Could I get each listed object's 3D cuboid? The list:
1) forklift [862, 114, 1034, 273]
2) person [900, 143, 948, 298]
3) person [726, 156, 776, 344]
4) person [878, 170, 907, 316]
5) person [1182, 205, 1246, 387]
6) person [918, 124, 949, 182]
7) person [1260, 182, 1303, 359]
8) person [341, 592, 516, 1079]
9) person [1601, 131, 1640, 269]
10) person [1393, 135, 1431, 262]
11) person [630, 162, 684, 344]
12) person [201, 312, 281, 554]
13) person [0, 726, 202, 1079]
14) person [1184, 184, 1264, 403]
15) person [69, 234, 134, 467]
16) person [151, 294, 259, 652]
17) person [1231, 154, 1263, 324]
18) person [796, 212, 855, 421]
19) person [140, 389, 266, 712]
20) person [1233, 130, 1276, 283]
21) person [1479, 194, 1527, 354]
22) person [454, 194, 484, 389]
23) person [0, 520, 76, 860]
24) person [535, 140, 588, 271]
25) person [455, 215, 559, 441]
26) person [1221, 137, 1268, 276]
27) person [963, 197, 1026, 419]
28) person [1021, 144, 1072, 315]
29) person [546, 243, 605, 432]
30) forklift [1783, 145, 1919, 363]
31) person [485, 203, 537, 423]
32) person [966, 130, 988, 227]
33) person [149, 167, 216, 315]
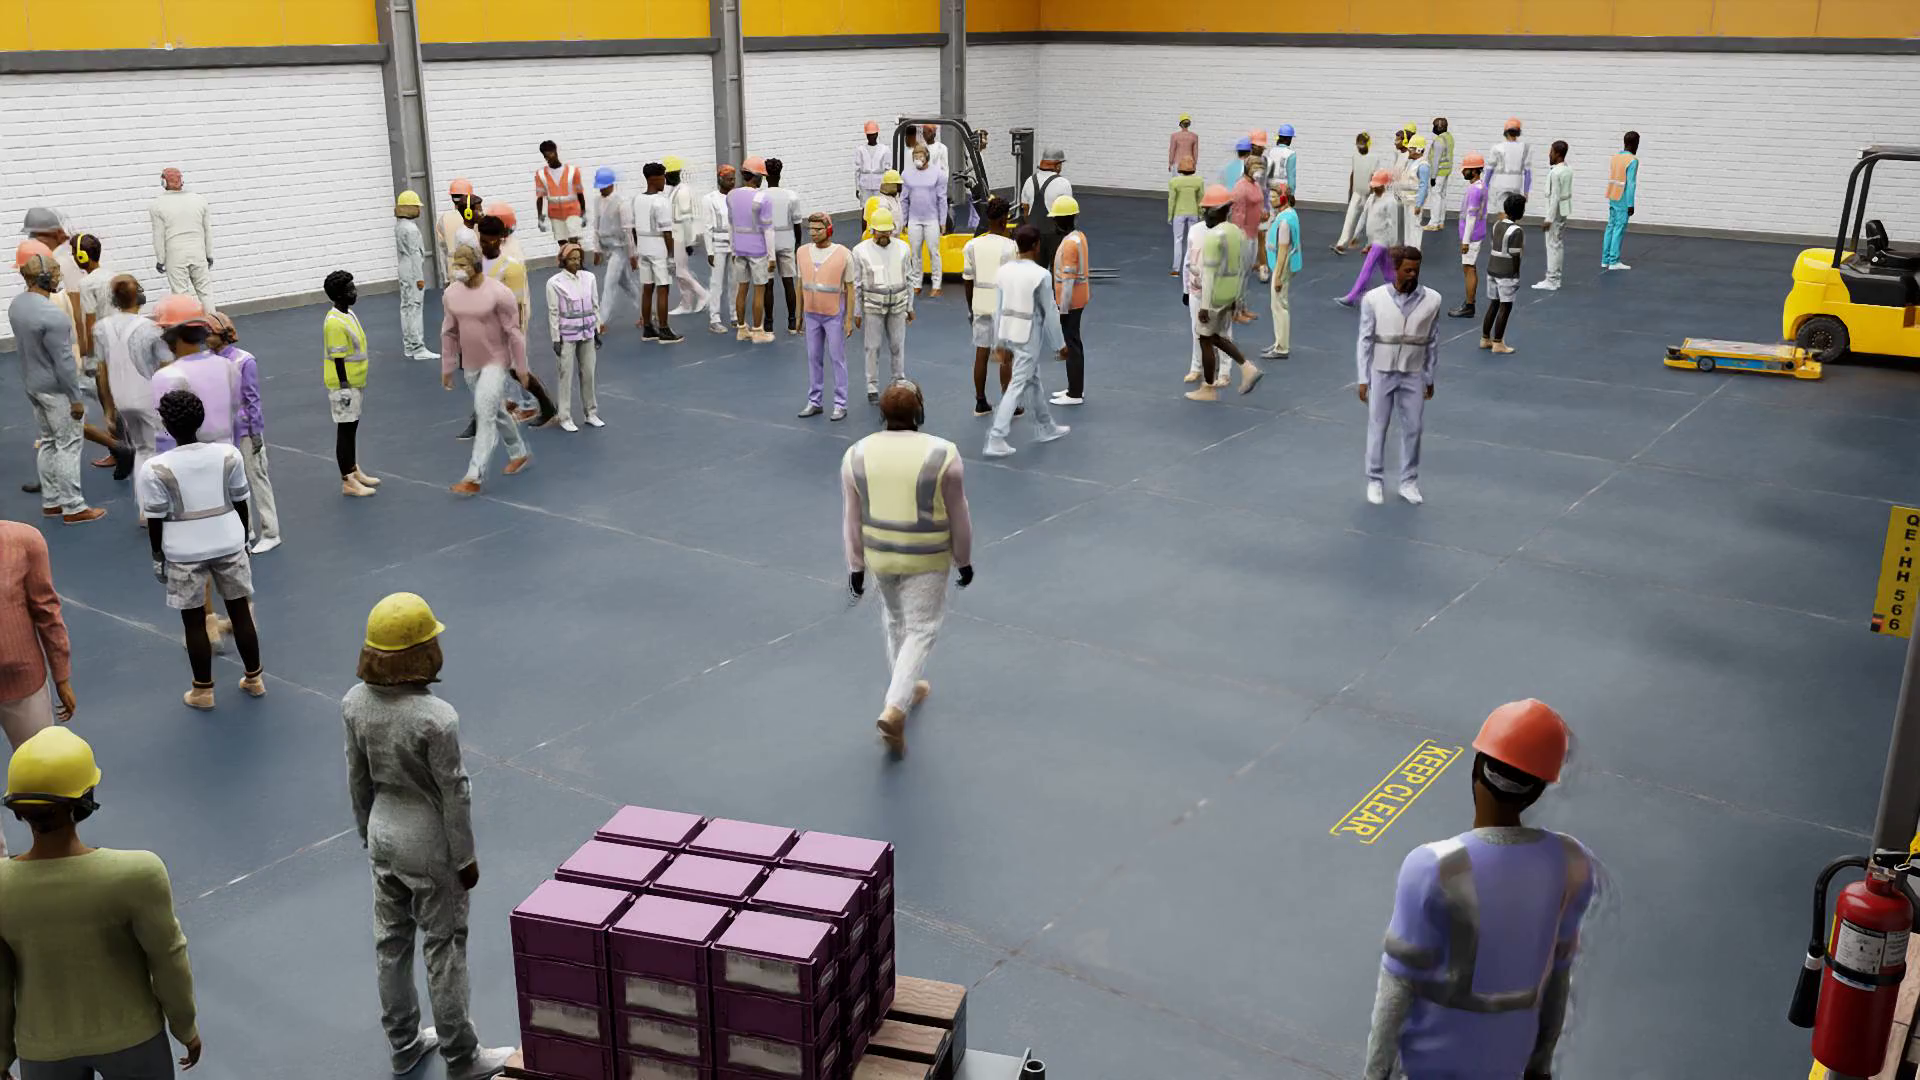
[{"bbox_3d":[-0.171,-4.594,22.377,2.313,2.155,1.214,1,18,3],"label":"forklift"},{"bbox_3d":[-0.466,-4.044,21.093,0.636,1.929,0.374,5,19,16],"label":"person"},{"bbox_3d":[-2.246,-3.152,18.145,0.618,2.028,0.409,11,21,31],"label":"person"},{"bbox_3d":[-0.798,-3.481,19.627,0.294,1.744,0.486,5,18,15],"label":"person"},{"bbox_3d":[2.427,-2.412,16.139,0.623,1.835,0.429,14,22,37],"label":"person"},{"bbox_3d":[-0.443,-5.444,25.537,0.582,1.882,0.338,12,22,34],"label":"person"},{"bbox_3d":[3.377,-2.806,17.375,0.386,1.833,0.574,5,18,14],"label":"person"},{"bbox_3d":[-1.807,1.008,5.584,0.488,1.744,0.313,9,20,26],"label":"person"},{"bbox_3d":[9.299,-4.775,23.410,0.397,1.911,0.587,-2,18,-6],"label":"person"},{"bbox_3d":[6.471,-4.850,23.762,0.404,1.832,0.600,-1,18,-3],"label":"person"},{"bbox_3d":[-3.342,-3.142,18.218,0.648,1.963,0.374,14,23,38],"label":"person"},{"bbox_3d":[-4.876,-0.725,11.190,0.523,1.631,0.313,7,19,22],"label":"person"},{"bbox_3d":[-2.347,1.338,4.515,0.534,1.767,0.314,-4,18,-13],"label":"person"},{"bbox_3d":[2.431,-2.239,15.301,0.611,2.023,0.609,10,20,29],"label":"person"},{"bbox_3d":[-6.830,-1.507,13.278,0.345,1.857,0.524,0,18,1],"label":"person"},{"bbox_3d":[-4.328,-0.364,9.461,0.419,2.021,0.711,6,19,19],"label":"person"},{"bbox_3d":[3.330,-3.505,19.388,0.354,1.936,0.635,9,20,25],"label":"person"},{"bbox_3d":[-1.194,-1.990,14.794,0.575,1.843,0.374,8,19,24],"label":"person"},{"bbox_3d":[-3.942,0.053,8.668,0.539,1.693,0.321,-16,24,-41],"label":"person"},{"bbox_3d":[3.934,-4.473,22.328,0.625,2.009,0.820,-2,18,-6],"label":"person"},{"bbox_3d":[5.777,-2.816,17.641,0.320,1.685,0.539,-3,18,-10],"label":"person"},{"bbox_3d":[-4.680,-2.383,16.009,0.324,1.861,0.510,-6,19,-17],"label":"person"},{"bbox_3d":[-3.830,0.585,6.534,0.626,1.980,0.412,-10,20,-29],"label":"person"},{"bbox_3d":[-5.225,-4.270,21.806,0.615,1.919,0.541,0,18,0],"label":"person"},{"bbox_3d":[-3.910,-1.829,14.222,0.658,1.921,0.920,15,23,38],"label":"person"},{"bbox_3d":[3.820,-4.442,22.386,1.010,1.888,0.629,-10,20,-29],"label":"person"},{"bbox_3d":[0.321,-2.055,14.802,0.600,1.967,0.368,10,20,28],"label":"person"},{"bbox_3d":[1.096,-3.636,19.630,0.689,2.000,0.538,15,23,39],"label":"person"},{"bbox_3d":[-3.334,-1.757,14.418,0.314,1.629,0.509,14,23,38],"label":"person"},{"bbox_3d":[9.803,-2.879,17.013,2.313,2.155,1.214,12,21,33],"label":"forklift"},{"bbox_3d":[-3.970,-1.987,14.618,0.421,1.958,0.663,-10,20,-28],"label":"person"},{"bbox_3d":[0.262,-5.054,24.354,0.333,1.864,0.520,-5,18,-14],"label":"person"},{"bbox_3d":[-8.514,-3.120,18.241,0.409,1.904,0.640,17,24,42],"label":"person"}]
